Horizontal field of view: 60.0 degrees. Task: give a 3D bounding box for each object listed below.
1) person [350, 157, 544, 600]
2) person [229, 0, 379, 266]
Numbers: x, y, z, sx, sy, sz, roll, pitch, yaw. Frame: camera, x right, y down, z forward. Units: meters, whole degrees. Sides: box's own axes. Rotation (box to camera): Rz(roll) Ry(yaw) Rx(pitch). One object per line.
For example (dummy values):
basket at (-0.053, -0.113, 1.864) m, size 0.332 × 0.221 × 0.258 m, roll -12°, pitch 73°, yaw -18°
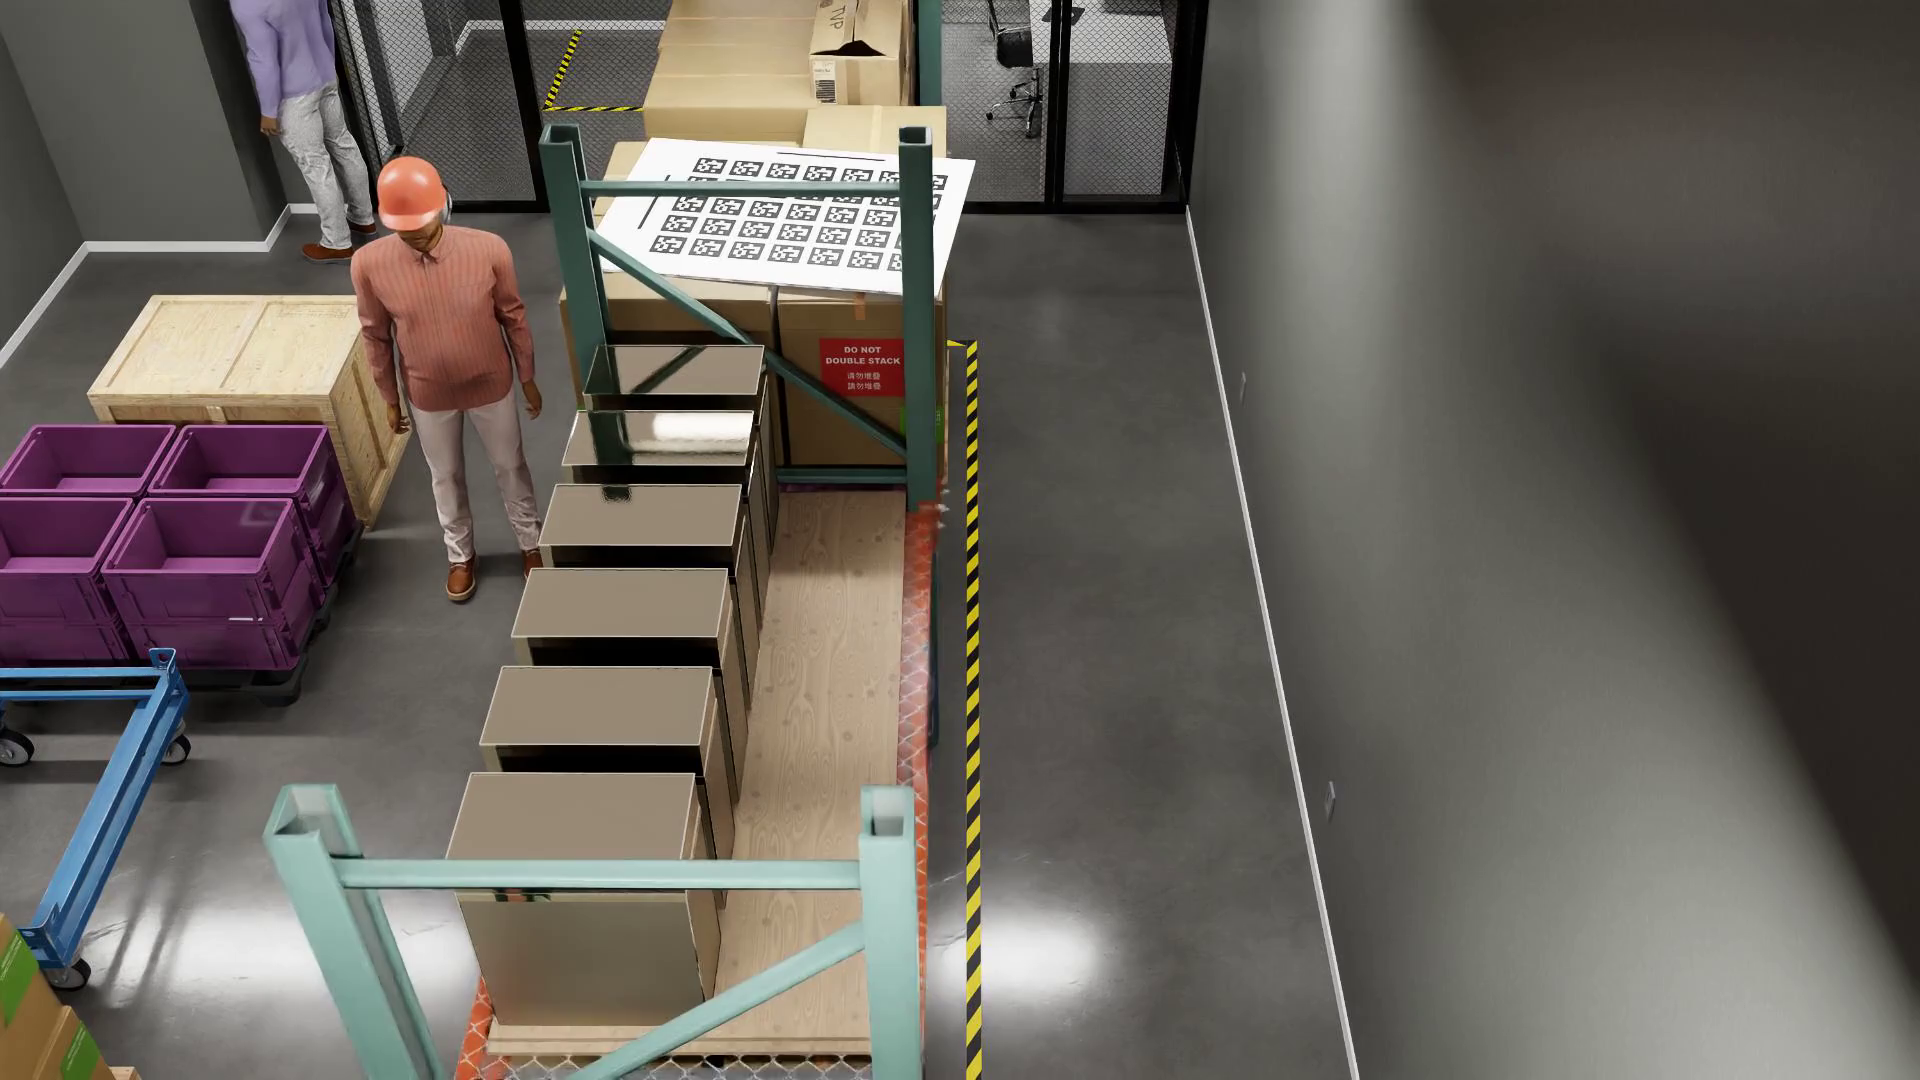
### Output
person at (-1.970, -0.606, 6.538) m, size 0.626 × 1.991 × 0.389 m, roll -9°, pitch 42°, yaw -11°
person at (-3.401, -2.334, 8.555) m, size 0.373 × 1.940 × 0.628 m, roll 11°, pitch 42°, yaw 12°
